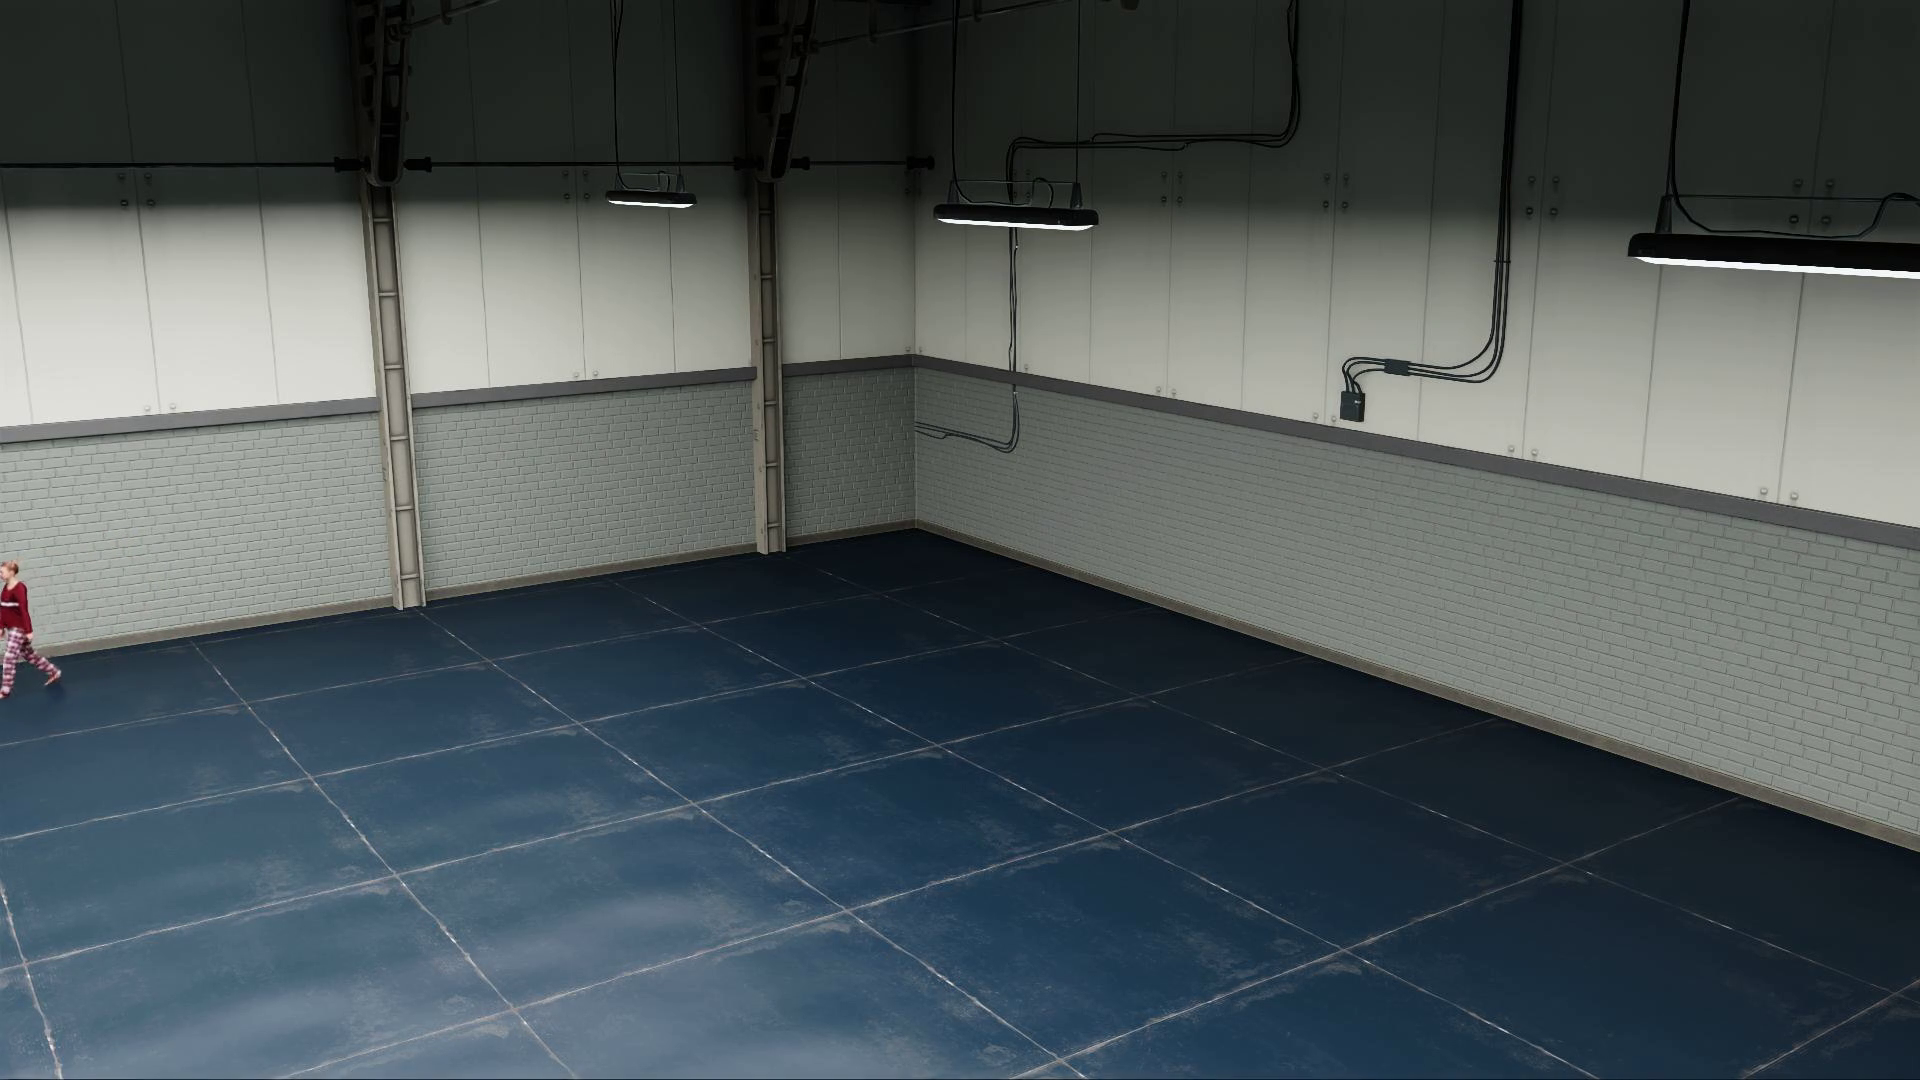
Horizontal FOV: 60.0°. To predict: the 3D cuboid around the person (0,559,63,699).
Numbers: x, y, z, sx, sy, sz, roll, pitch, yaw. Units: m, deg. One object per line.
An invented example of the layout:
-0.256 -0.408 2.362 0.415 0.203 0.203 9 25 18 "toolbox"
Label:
-11.361 1.064 20.204 0.860 1.660 1.163 10 16 37 "person"
